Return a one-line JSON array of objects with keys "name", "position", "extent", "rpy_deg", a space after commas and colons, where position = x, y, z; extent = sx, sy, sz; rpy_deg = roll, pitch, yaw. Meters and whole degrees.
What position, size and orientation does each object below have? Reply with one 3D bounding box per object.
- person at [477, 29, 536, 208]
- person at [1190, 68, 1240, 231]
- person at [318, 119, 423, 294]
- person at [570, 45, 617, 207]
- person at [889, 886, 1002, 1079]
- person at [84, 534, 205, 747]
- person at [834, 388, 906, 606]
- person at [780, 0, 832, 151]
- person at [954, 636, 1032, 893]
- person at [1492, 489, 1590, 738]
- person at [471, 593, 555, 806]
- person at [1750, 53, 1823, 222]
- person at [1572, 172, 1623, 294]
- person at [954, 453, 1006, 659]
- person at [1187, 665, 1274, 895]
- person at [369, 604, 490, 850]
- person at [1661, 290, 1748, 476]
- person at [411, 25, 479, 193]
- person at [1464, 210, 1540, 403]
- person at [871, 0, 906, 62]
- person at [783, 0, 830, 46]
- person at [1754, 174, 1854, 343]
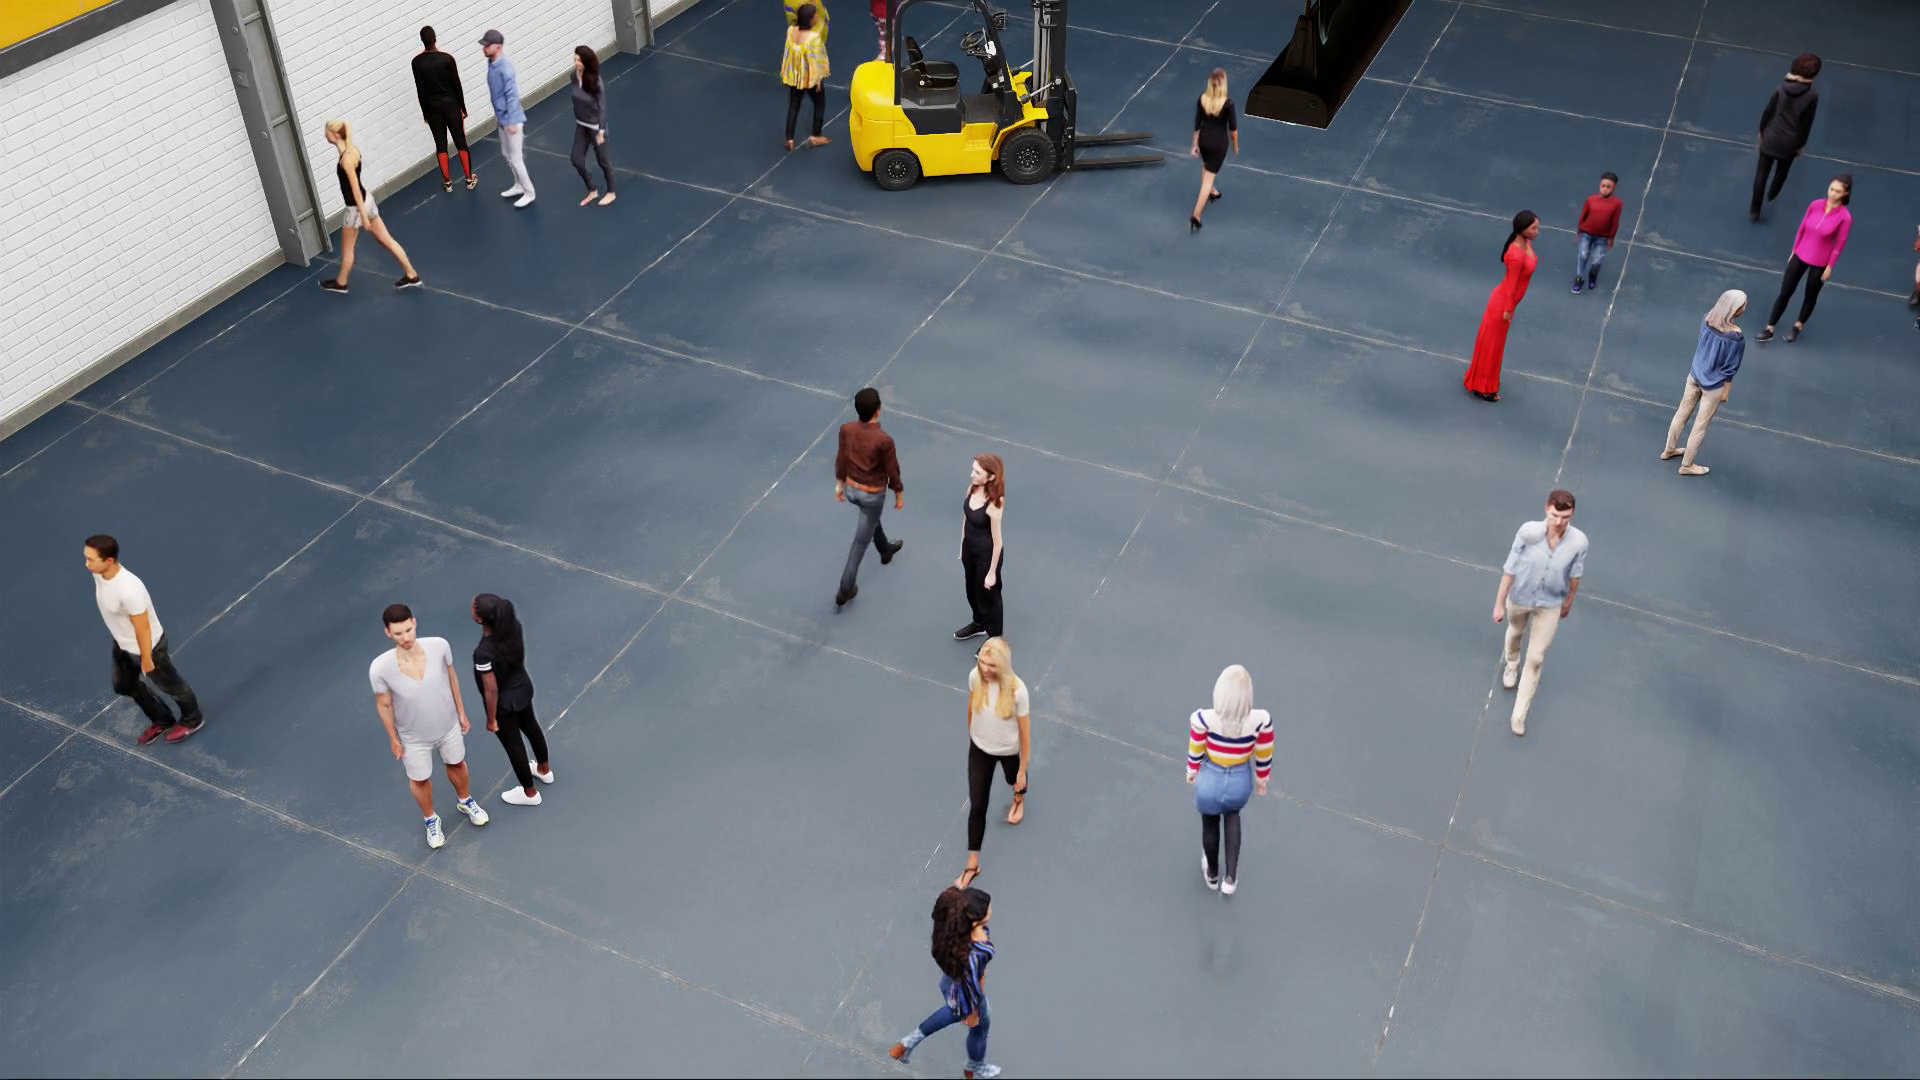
[{"name": "person", "position": [-4.739, -4.455, 17.469], "extent": [0.749, 1.885, 0.737], "rpy_deg": [-22, 44, -25]}, {"name": "person", "position": [2.556, -3.968, 17.070], "extent": [0.701, 1.620, 1.114], "rpy_deg": [24, 44, 27]}, {"name": "person", "position": [-5.665, -3.182, 15.953], "extent": [1.107, 1.788, 1.218], "rpy_deg": [-4, 39, -5]}, {"name": "person", "position": [-3.810, -4.371, 17.466], "extent": [0.649, 1.757, 0.656], "rpy_deg": [20, 43, 24]}, {"name": "person", "position": [-0.048, 2.457, 9.034], "extent": [0.953, 1.609, 0.924], "rpy_deg": [-8, 39, -10]}, {"name": "person", "position": [-5.432, 0.630, 11.181], "extent": [0.729, 1.796, 0.719], "rpy_deg": [25, 45, 27]}, {"name": "person", "position": [-0.739, -0.289, 12.375], "extent": [0.761, 1.731, 1.168], "rpy_deg": [20, 43, 23]}, {"name": "person", "position": [-1.764, -5.130, 18.518], "extent": [0.757, 1.631, 0.798], "rpy_deg": [19, 42, 22]}, {"name": "person", "position": [0.289, 1.261, 10.396], "extent": [0.657, 1.779, 1.169], "rpy_deg": [15, 41, 17]}, {"name": "person", "position": [3.980, 0.363, 11.494], "extent": [0.697, 1.813, 1.128], "rpy_deg": [14, 41, 17]}, {"name": "person", "position": [-2.917, 1.017, 10.742], "extent": [0.698, 1.729, 0.526], "rpy_deg": [11, 40, 14]}, {"name": "person", "position": [8.454, -4.100, 17.132], "extent": [0.684, 1.751, 1.016], "rpy_deg": [19, 42, 22]}, {"name": "person", "position": [6.198, -3.014, 16.173], "extent": [0.526, 1.250, 0.529], "rpy_deg": [18, 42, 21]}, {"name": "person", "position": [0.183, 0.089, 11.889], "extent": [0.682, 1.748, 0.660], "rpy_deg": [-22, 44, -25]}, {"name": "person", "position": [1.597, 1.524, 10.052], "extent": [0.801, 1.797, 0.847], "rpy_deg": [2, 39, 2]}, {"name": "person", "position": [-3.368, 1.137, 10.490], "extent": [0.690, 1.856, 0.824], "rpy_deg": [-25, 45, -28]}, {"name": "person", "position": [6.151, -1.310, 13.689], "extent": [0.763, 1.698, 0.701], "rpy_deg": [-12, 40, -15]}, {"name": "person", "position": [-5.502, -4.595, 17.705], "extent": [0.695, 1.808, 0.732], "rpy_deg": [-9, 39, -11]}, {"name": "person", "position": [4.763, -2.063, 14.562], "extent": [0.696, 1.784, 0.540], "rpy_deg": [14, 41, 17]}, {"name": "person", "position": [-0.950, -6.308, 19.944], "extent": [0.811, 1.691, 0.766], "rpy_deg": [-30, 47, -32]}, {"name": "person", "position": [-1.969, -6.454, 20.170], "extent": [0.798, 1.648, 0.913], "rpy_deg": [24, 44, 27]}, {"name": "person", "position": [7.882, -2.599, 15.304], "extent": [0.884, 1.697, 0.763], "rpy_deg": [-28, 47, -31]}]
